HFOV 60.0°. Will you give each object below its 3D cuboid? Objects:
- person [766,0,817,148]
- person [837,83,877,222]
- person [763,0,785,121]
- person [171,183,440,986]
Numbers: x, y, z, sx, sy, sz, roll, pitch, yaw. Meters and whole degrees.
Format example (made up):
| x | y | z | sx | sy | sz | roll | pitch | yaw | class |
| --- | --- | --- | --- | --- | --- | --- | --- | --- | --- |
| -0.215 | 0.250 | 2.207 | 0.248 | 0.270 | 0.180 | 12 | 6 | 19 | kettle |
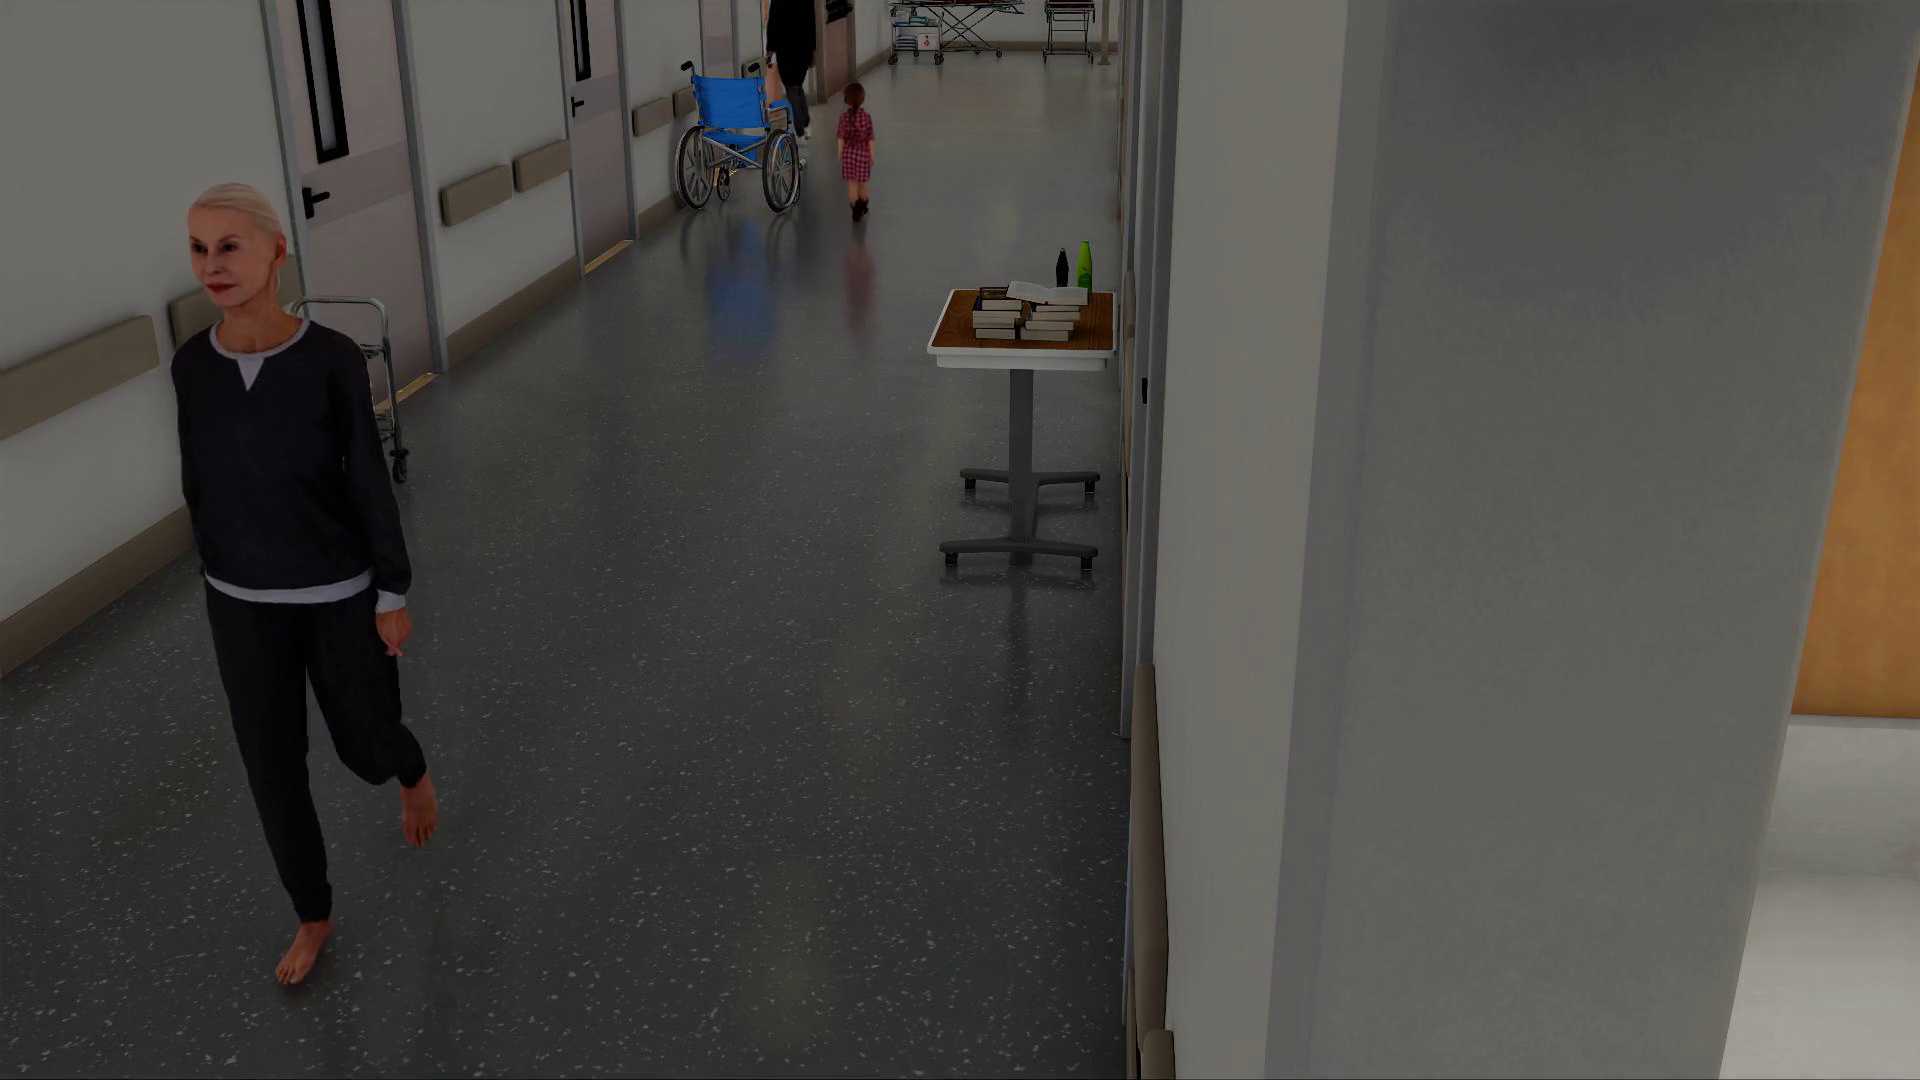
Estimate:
| x | y | z | sx | sy | sz | roll | pitch | yaw | class |
| --- | --- | --- | --- | --- | --- | --- | --- | --- | --- |
| -1.594 | -4.766 | 16.403 | 0.763 | 1.746 | 0.824 | -16 | 26 | -36 | person |
| -0.789 | -2.914 | 12.550 | 0.470 | 1.011 | 0.624 | 0 | 21 | -1 | person |
| -1.977 | -5.361 | 17.940 | 0.775 | 1.769 | 0.656 | 7 | 22 | 18 | person |
| -1.423 | 0.080 | 3.662 | 0.664 | 1.708 | 0.910 | 0 | 21 | 1 | person |
